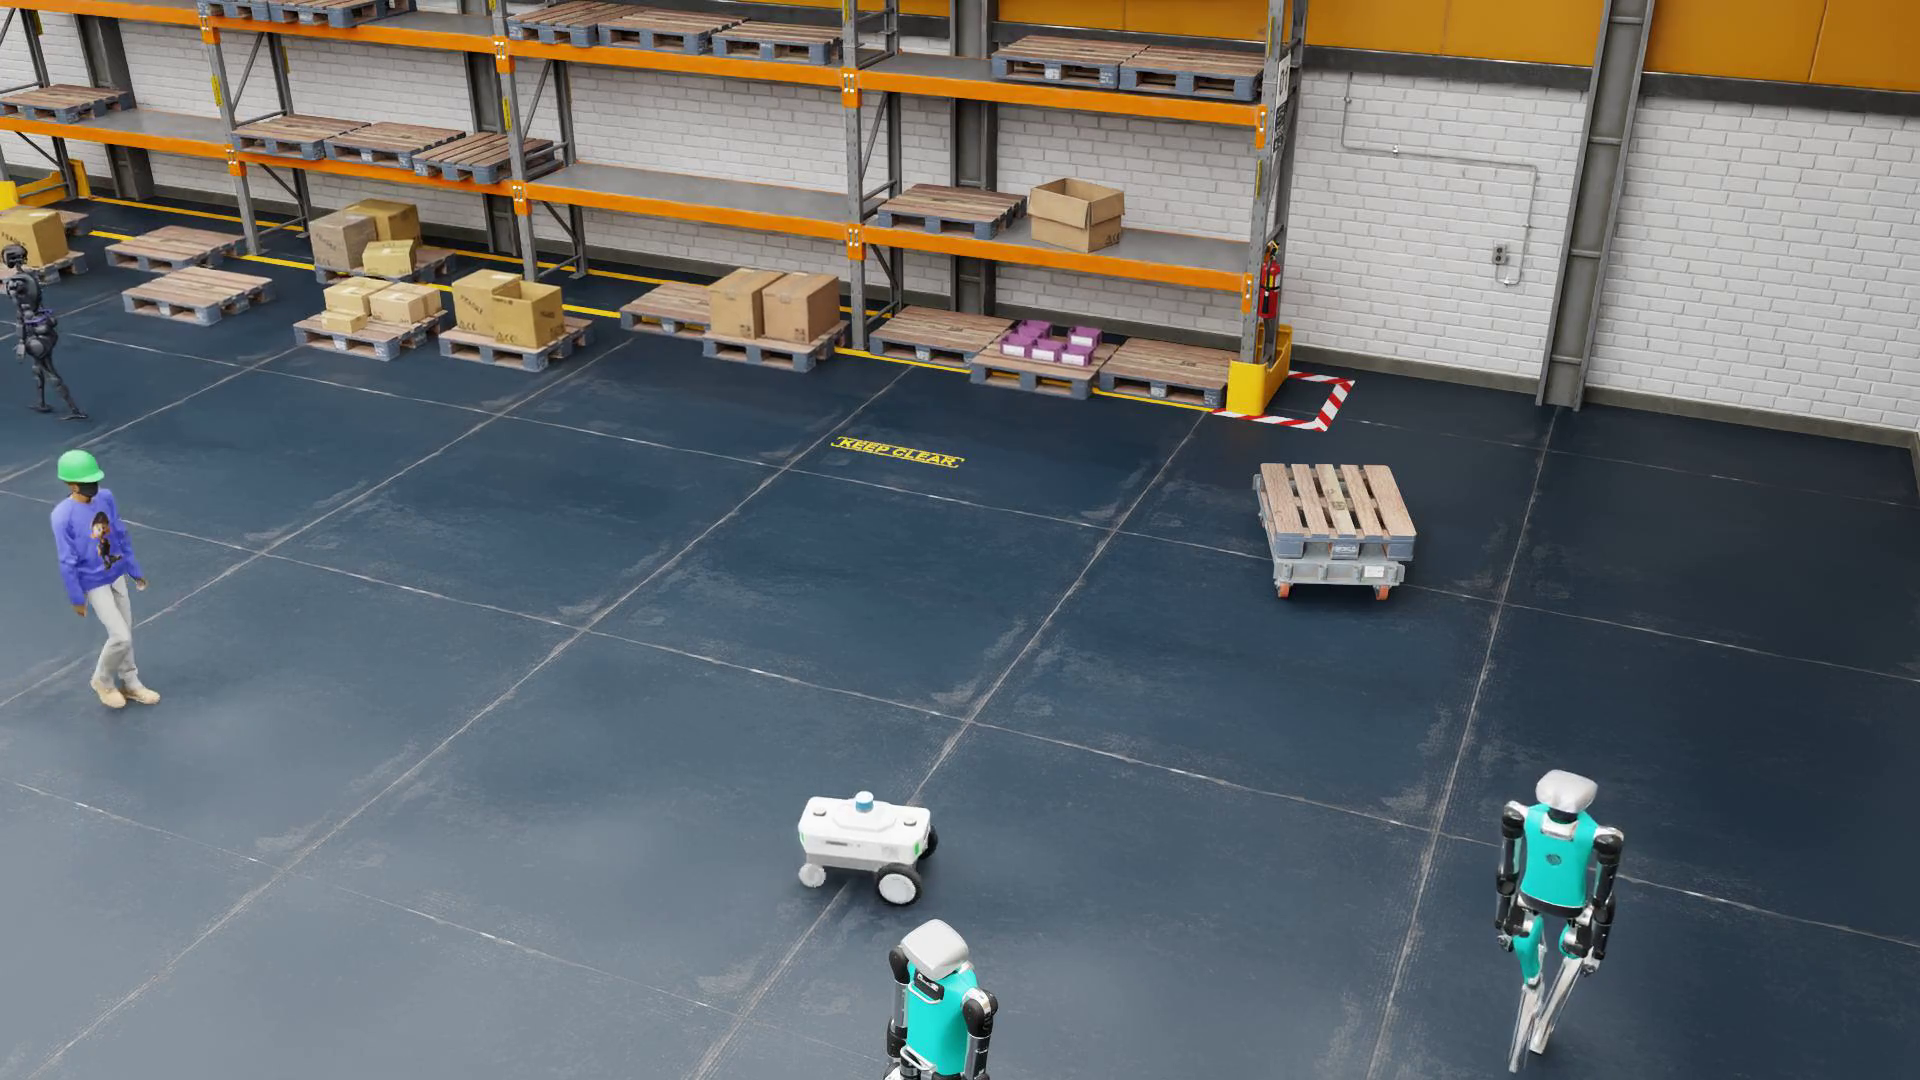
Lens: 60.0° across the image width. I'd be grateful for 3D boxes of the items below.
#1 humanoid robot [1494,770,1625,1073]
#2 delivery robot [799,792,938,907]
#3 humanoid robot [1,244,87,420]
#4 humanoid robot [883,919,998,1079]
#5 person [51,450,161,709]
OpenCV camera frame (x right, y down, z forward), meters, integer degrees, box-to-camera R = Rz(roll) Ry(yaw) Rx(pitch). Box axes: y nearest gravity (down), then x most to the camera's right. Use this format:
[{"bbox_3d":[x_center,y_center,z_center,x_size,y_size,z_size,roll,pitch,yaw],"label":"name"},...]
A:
[{"bbox_3d":[2.838,1.795,7.923,0.564,1.852,0.762,16,31,28],"label":"humanoid robot"},{"bbox_3d":[-0.521,1.687,9.345,0.795,0.592,0.499,5,28,9],"label":"delivery robot"},{"bbox_3d":[-8.392,-1.856,15.009,0.632,1.642,0.589,-4,28,-8],"label":"humanoid robot"},{"bbox_3d":[-0.242,2.344,6.640,0.735,1.677,0.533,-24,36,-38],"label":"humanoid robot"},{"bbox_3d":[-5.481,0.265,10.693,0.403,1.861,0.477,7,28,14],"label":"person"}]
